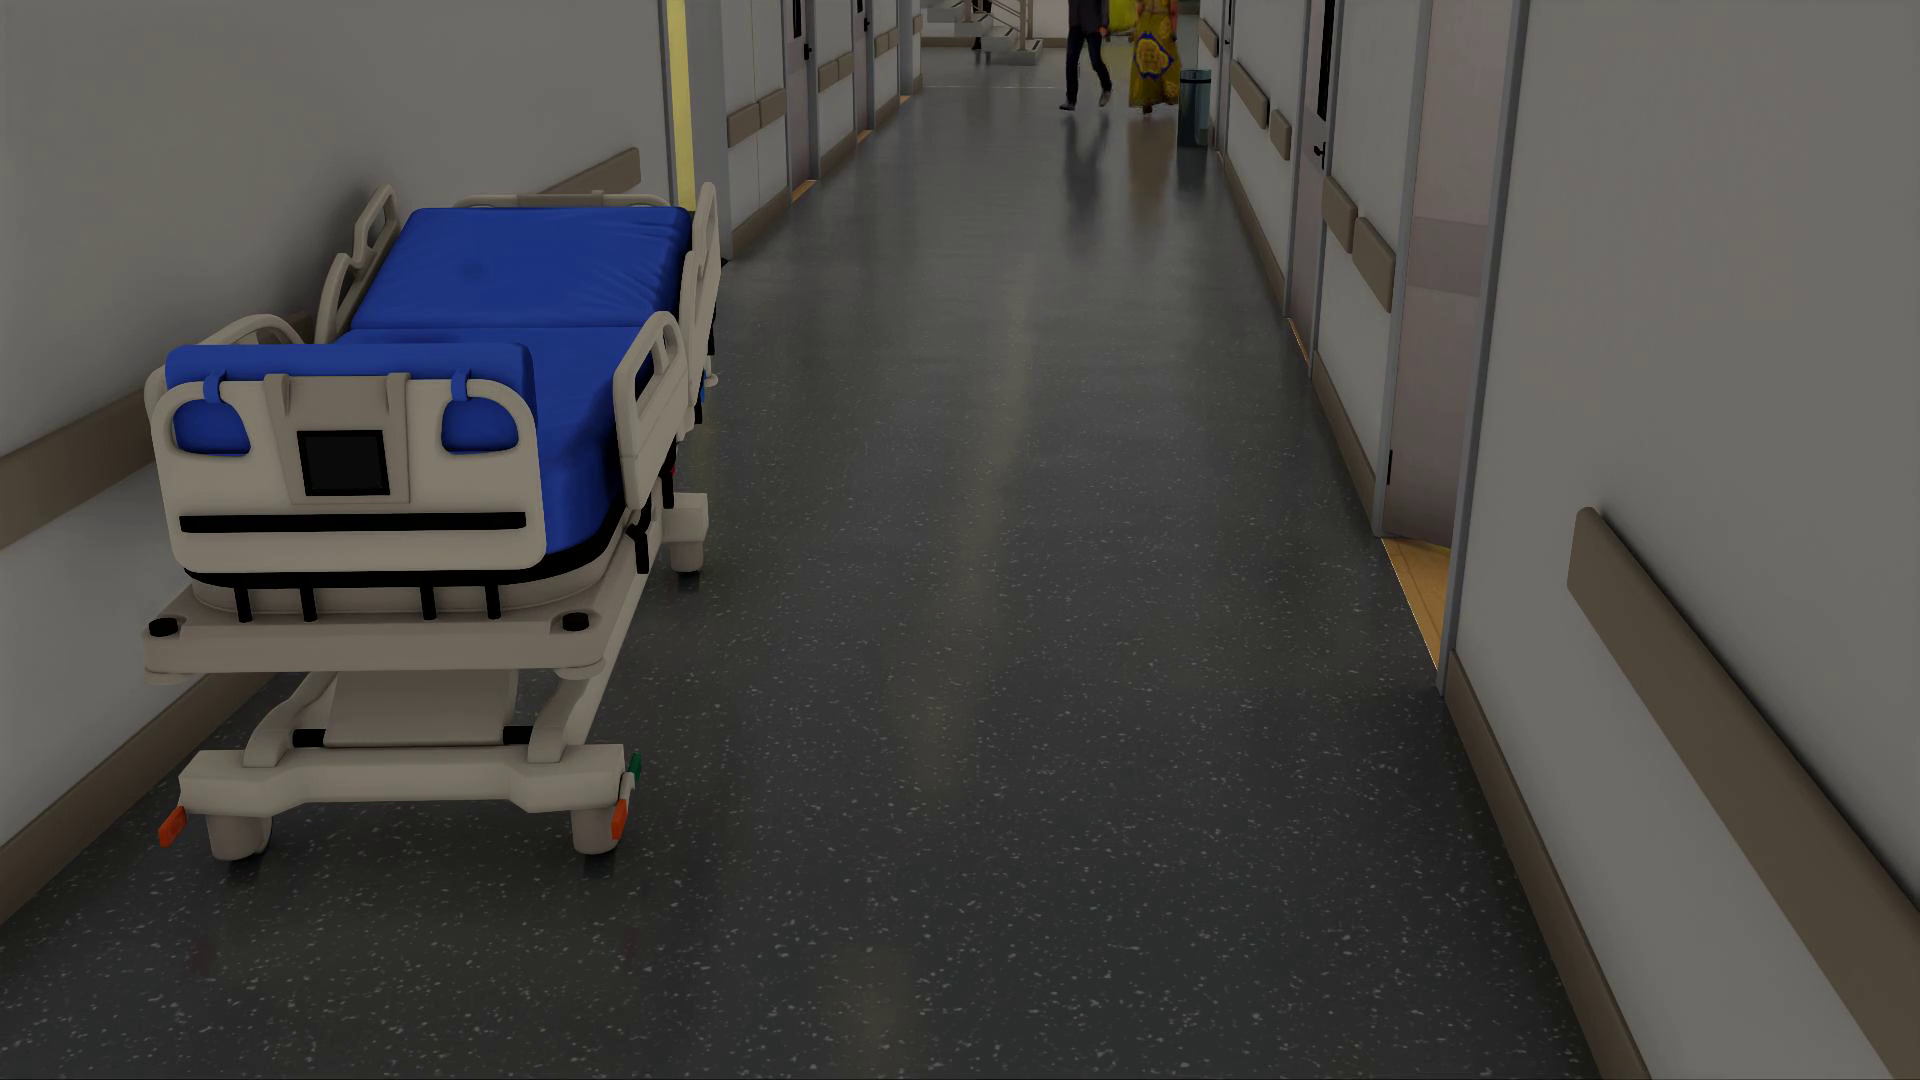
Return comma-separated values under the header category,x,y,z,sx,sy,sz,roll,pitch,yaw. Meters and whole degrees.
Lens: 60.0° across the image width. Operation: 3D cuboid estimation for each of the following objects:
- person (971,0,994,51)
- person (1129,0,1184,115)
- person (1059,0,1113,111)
category,x,y,z,sx,sy,sz,roll,pitch,yaw
person,0.368,-8.823,27.019,0.575,1.655,0.715,10,23,25
person,2.132,-5.513,18.333,1.252,1.616,0.954,6,21,15
person,1.466,-5.773,18.708,1.225,1.837,1.099,12,24,28
